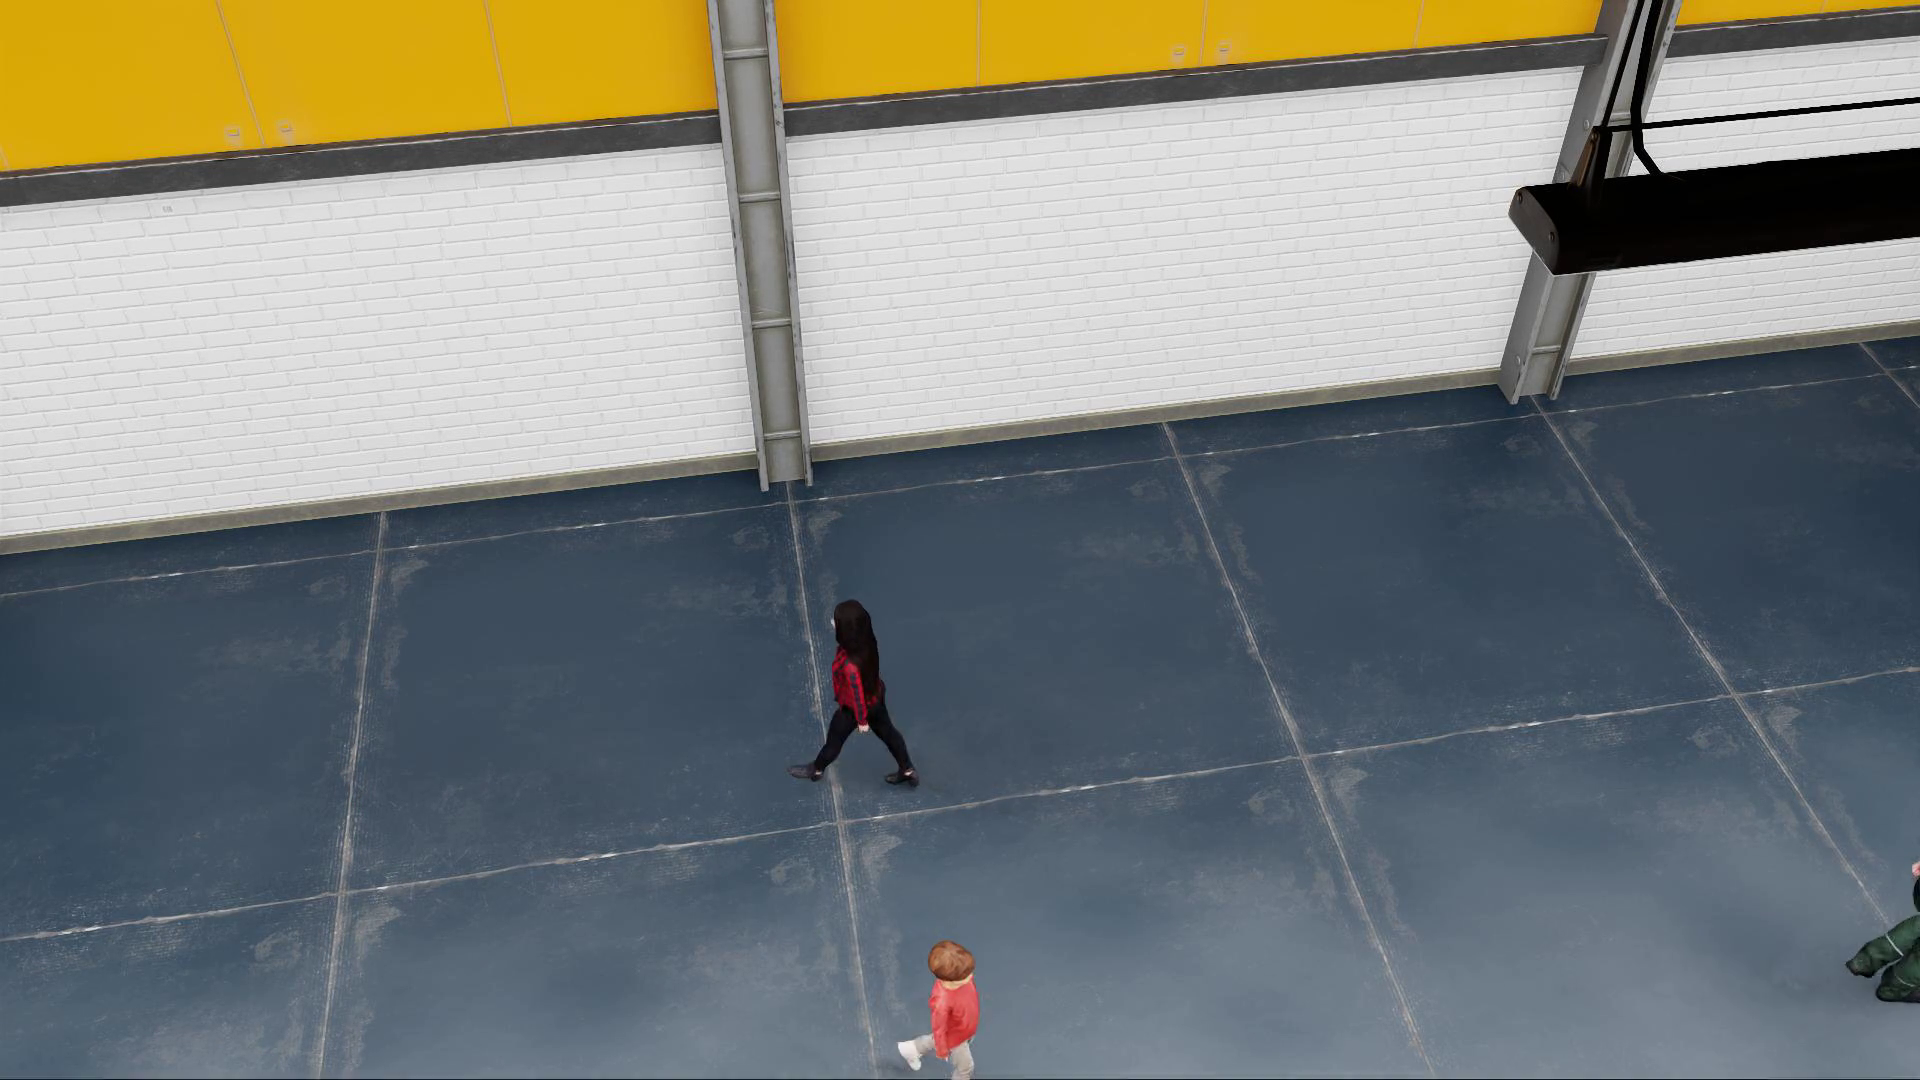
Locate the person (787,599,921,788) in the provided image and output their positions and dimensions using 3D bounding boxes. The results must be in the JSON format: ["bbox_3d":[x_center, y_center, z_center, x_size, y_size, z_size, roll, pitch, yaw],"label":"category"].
[{"bbox_3d":[-0.500,0.962,9.977,1.124,1.618,0.810,5,44,5],"label":"person"}]

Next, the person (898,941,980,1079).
[{"bbox_3d":[-0.086,2.464,8.558,0.878,1.400,0.718,11,45,11],"label":"person"}]

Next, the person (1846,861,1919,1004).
[{"bbox_3d":[5.193,1.910,8.826,0.779,1.832,0.711,0,44,-1],"label":"person"}]
